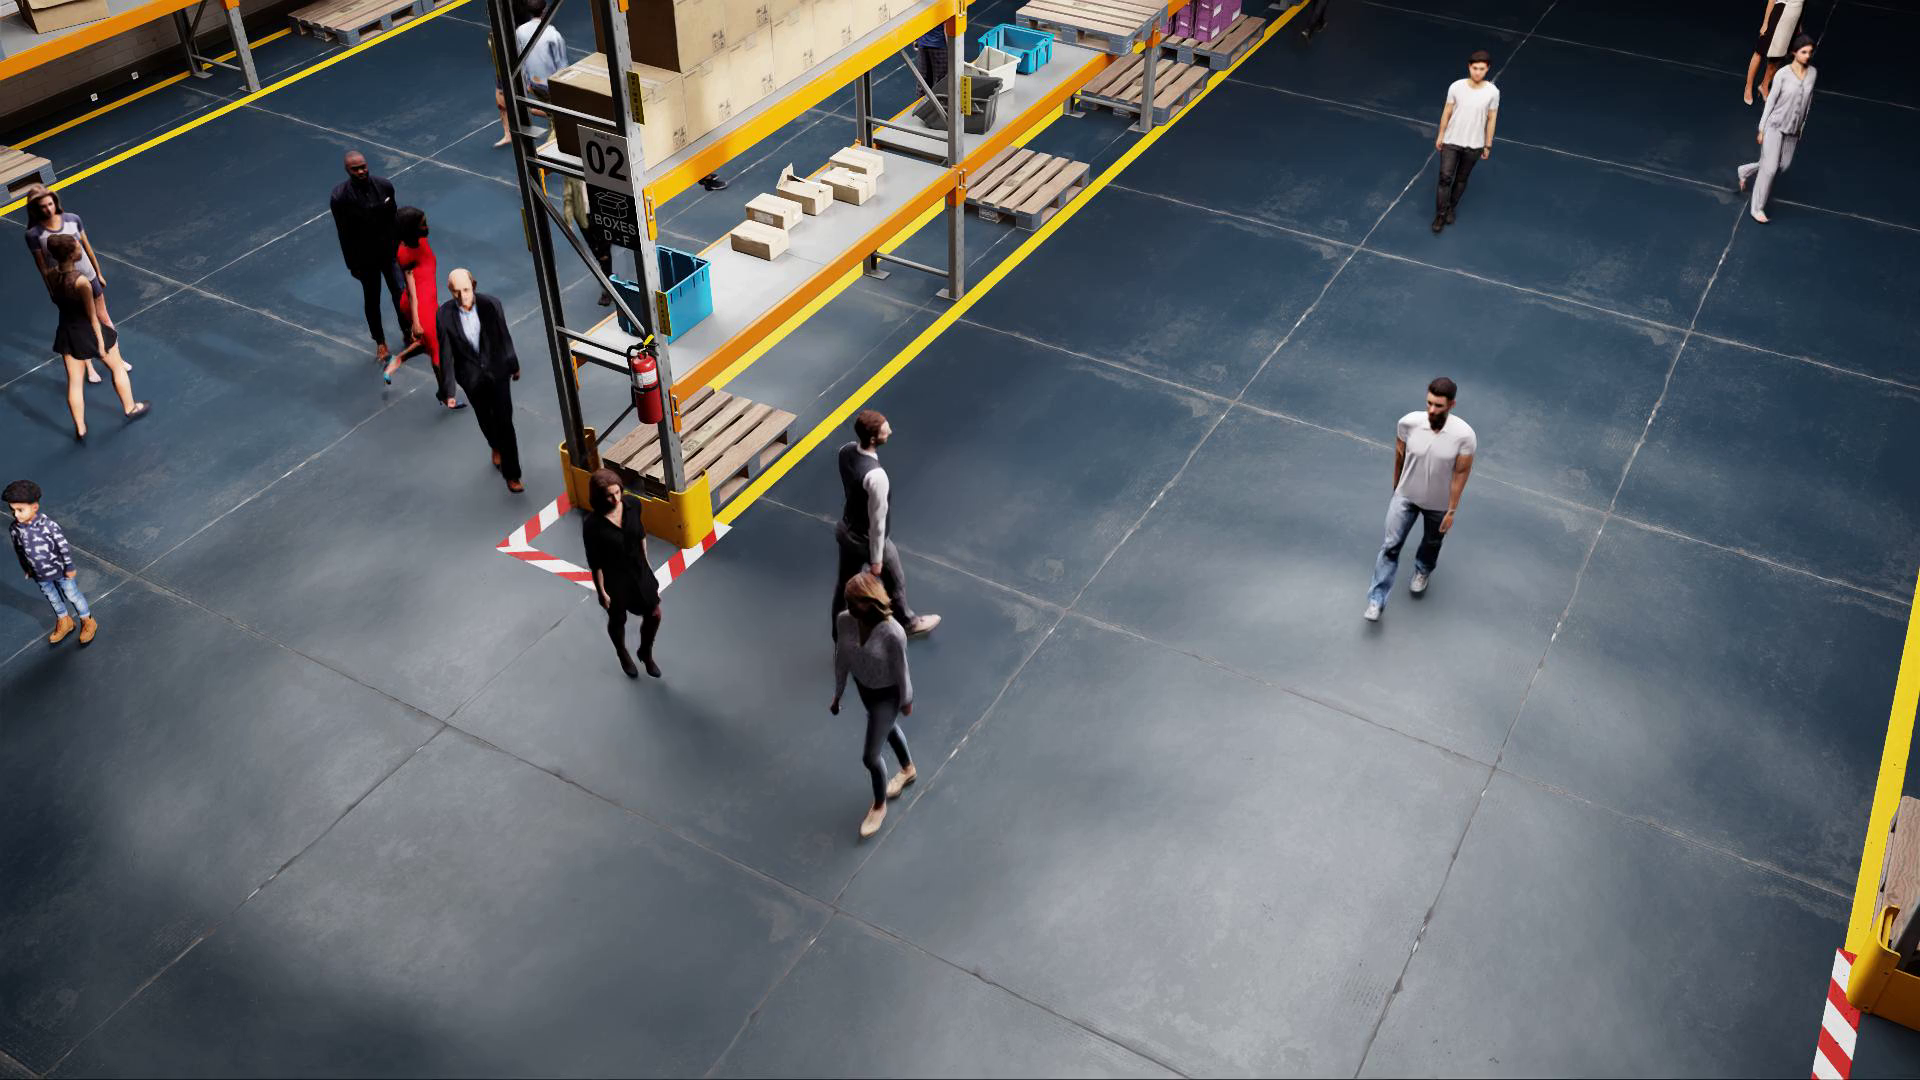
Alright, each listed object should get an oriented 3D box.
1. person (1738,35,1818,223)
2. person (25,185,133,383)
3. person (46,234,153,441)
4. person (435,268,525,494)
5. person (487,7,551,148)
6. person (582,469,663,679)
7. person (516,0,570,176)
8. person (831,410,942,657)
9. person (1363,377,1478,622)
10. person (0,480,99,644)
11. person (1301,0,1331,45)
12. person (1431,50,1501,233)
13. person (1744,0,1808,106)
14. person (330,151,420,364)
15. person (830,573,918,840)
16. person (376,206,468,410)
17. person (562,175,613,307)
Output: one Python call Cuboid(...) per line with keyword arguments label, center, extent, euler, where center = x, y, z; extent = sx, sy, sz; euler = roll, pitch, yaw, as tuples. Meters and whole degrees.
Cuboid(label="person", center=(7.699, -3.911, 15.687), extent=(0.915, 1.753, 1.003), euler=(-6, 39, -7))
Cuboid(label="person", center=(-7.153, -2.088, 13.424), extent=(0.567, 1.728, 0.710), euler=(-31, 48, -33))
Cuboid(label="person", center=(-6.805, -1.544, 12.809), extent=(0.684, 1.645, 0.892), euler=(9, 40, 11))
Cuboid(label="person", center=(-3.559, -1.274, 12.375), extent=(1.152, 1.765, 1.213), euler=(-10, 40, -13))
Cuboid(label="person", center=(-4.500, -4.747, 16.908), extent=(1.016, 1.535, 0.820), euler=(-21, 43, -24))
Cuboid(label="person", center=(-2.207, 0.198, 10.591), extent=(0.655, 1.692, 0.744), euler=(-31, 48, -33))
Cuboid(label="person", center=(-4.074, -4.410, 16.281), extent=(0.704, 1.791, 0.946), euler=(17, 42, 21))
Cuboid(label="person", center=(-0.696, 0.017, 10.641), extent=(1.146, 1.913, 0.985), euler=(-22, 44, -25))
Cuboid(label="person", center=(3.157, -0.336, 11.163), extent=(0.721, 1.812, 1.131), euler=(17, 42, 20))
Cuboid(label="person", center=(-6.040, 0.146, 11.009), extent=(0.579, 1.251, 0.612), euler=(1, 39, 2))
Cuboid(label="person", center=(4.131, -6.549, 18.983), extent=(0.641, 1.761, 1.094), euler=(20, 43, 23))
Cuboid(label="person", center=(4.724, -3.785, 15.563), extent=(0.764, 1.709, 0.872), euler=(10, 40, 12))
Cuboid(label="person", center=(8.738, -5.514, 17.692), extent=(0.704, 1.755, 0.724), euler=(-4, 39, -5))
Cuboid(label="person", center=(-4.797, -2.349, 13.678), extent=(0.675, 1.818, 0.831), euler=(-27, 46, -30))
Cuboid(label="person", center=(-0.433, 0.845, 9.725), extent=(0.666, 1.761, 0.882), euler=(24, 45, 27))
Cuboid(label="person", center=(-4.303, -1.808, 13.081), extent=(0.929, 1.719, 0.987), euler=(6, 39, 7))
Cuboid(label="person", center=(-3.208, -2.831, 14.590), extent=(0.915, 1.435, 1.089), euler=(0, 39, 0))
